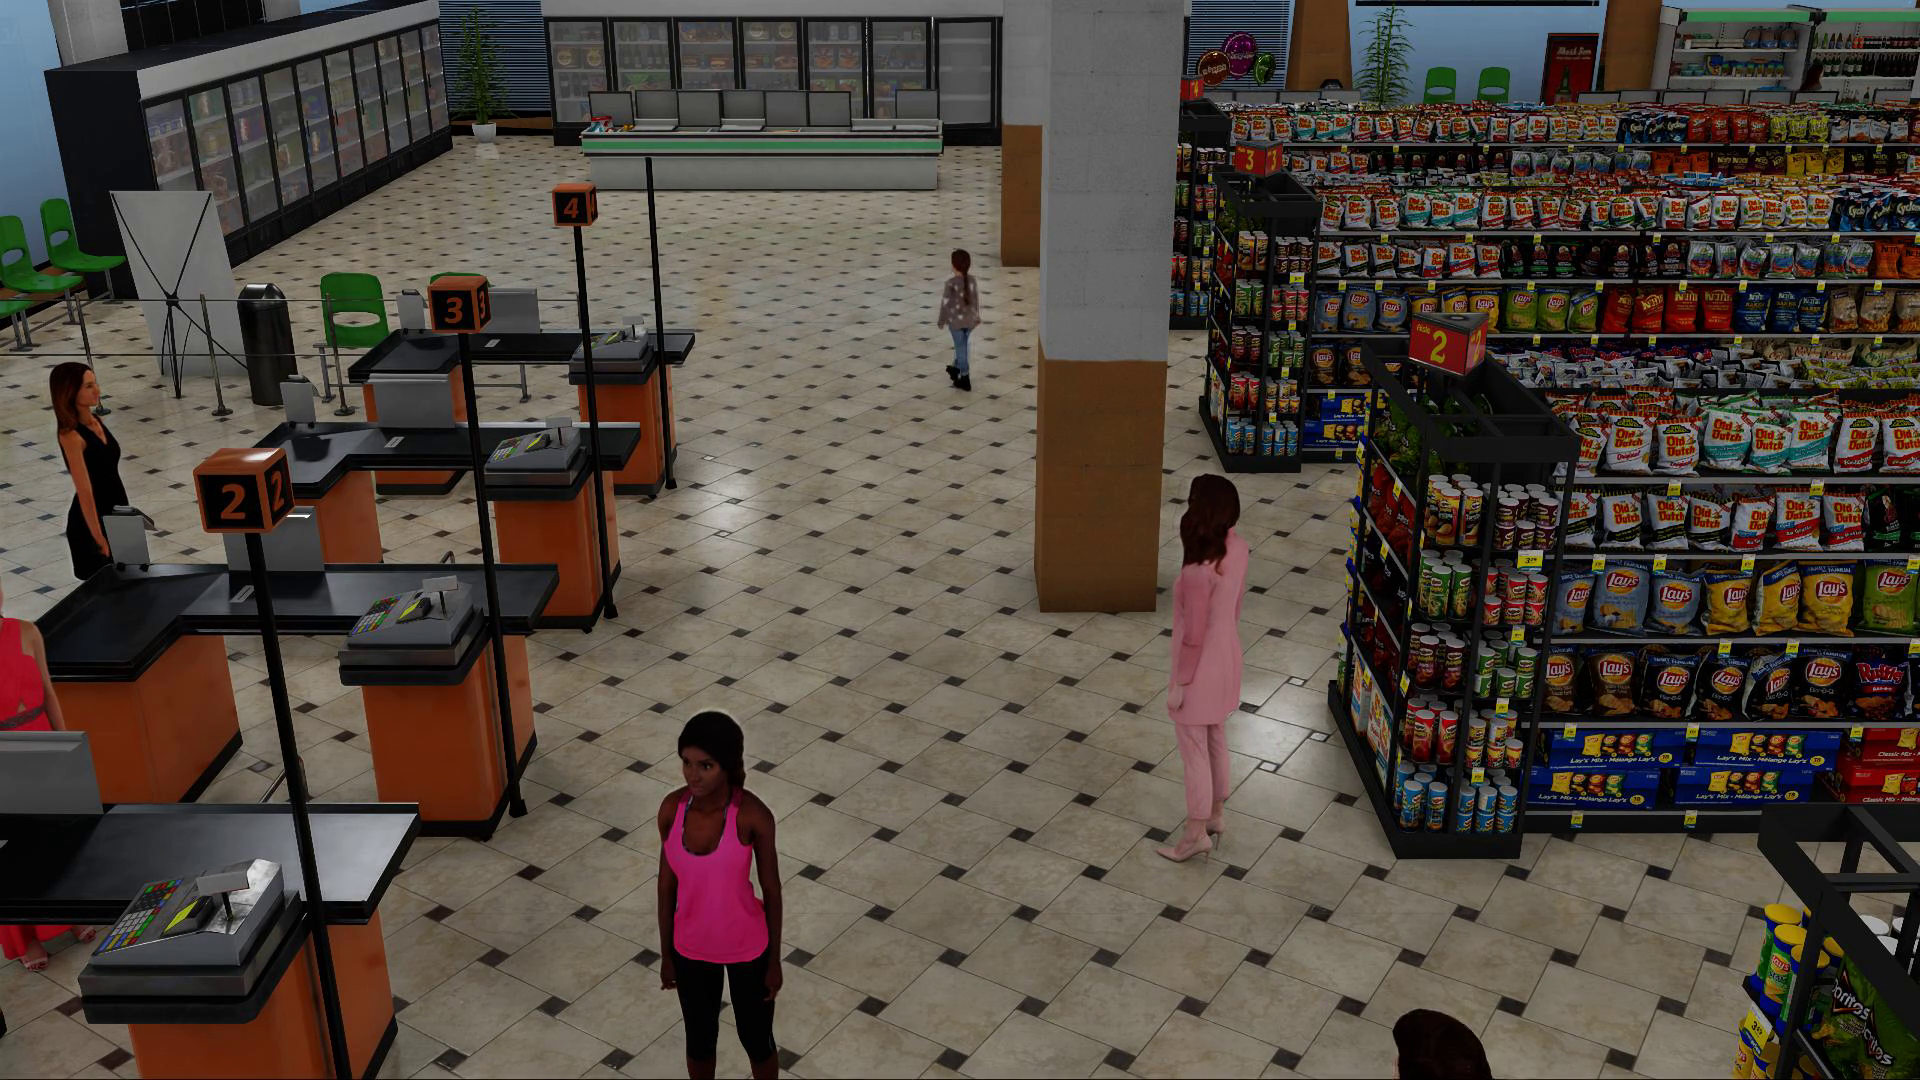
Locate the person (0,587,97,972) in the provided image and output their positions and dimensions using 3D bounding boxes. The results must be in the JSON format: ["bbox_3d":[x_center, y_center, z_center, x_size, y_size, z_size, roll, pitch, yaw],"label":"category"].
[{"bbox_3d":[-3.721,0.876,6.544,0.734,1.727,0.712,13,25,29],"label":"person"}]

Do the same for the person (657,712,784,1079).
[{"bbox_3d":[-0.766,1.328,5.425,0.536,1.723,0.665,4,22,10],"label":"person"}]

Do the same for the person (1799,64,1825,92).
[{"bbox_3d":[12.703,-6.408,25.027,0.917,1.461,0.681,-3,22,-7],"label":"person"}]

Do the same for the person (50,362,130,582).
[{"bbox_3d":[-4.465,-0.036,8.670,0.574,1.834,0.614,-4,22,-9],"label":"person"}]

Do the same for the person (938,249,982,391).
[{"bbox_3d":[0.038,-1.843,14.042,0.730,1.181,0.756,-14,26,-31],"label":"person"}]

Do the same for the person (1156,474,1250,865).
[{"bbox_3d":[1.070,0.571,7.201,0.713,1.803,0.686,15,27,34],"label":"person"}]
